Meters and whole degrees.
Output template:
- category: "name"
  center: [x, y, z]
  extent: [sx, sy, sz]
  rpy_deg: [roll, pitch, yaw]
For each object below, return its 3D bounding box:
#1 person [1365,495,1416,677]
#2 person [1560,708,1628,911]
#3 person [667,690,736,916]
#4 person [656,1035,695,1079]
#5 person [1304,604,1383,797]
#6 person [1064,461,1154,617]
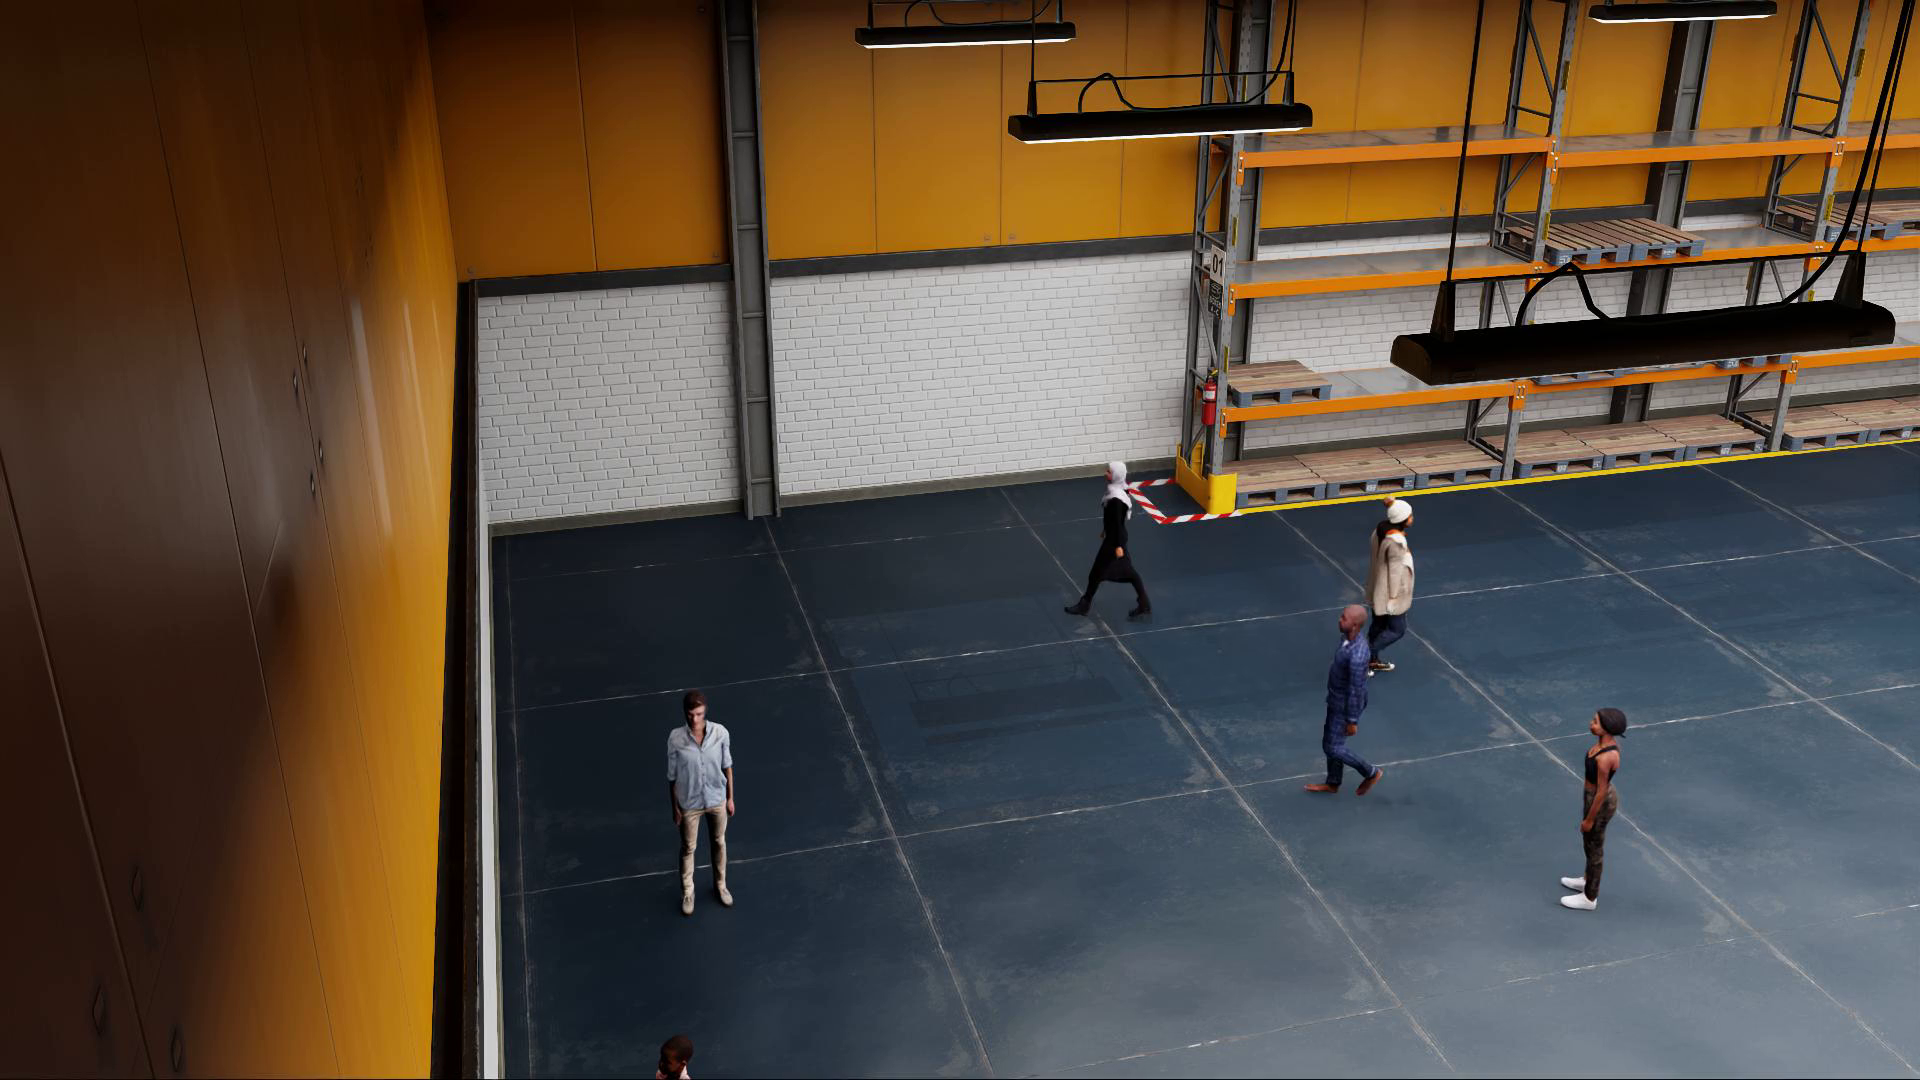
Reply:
- category: "person"
  center: [4.007, 0.453, 15.976]
  extent: [0.826, 1.878, 0.727]
  rpy_deg: [-3, 24, -7]
- category: "person"
  center: [4.831, 2.021, 12.613]
  extent: [0.705, 1.699, 0.662]
  rpy_deg: [10, 25, 21]
- category: "person"
  center: [-1.950, 1.954, 12.582]
  extent: [0.483, 1.846, 0.722]
  rpy_deg: [-8, 25, -18]
- category: "person"
  center: [-1.651, 3.468, 9.792]
  extent: [0.613, 1.307, 0.581]
  rpy_deg: [-21, 31, -39]
- category: "person"
  center: [3.305, 1.367, 13.975]
  extent: [0.958, 1.805, 0.823]
  rpy_deg: [2, 24, 5]
- category: "person"
  center: [1.688, 0.045, 17.094]
  extent: [1.234, 1.730, 0.919]
  rpy_deg: [3, 24, 6]
